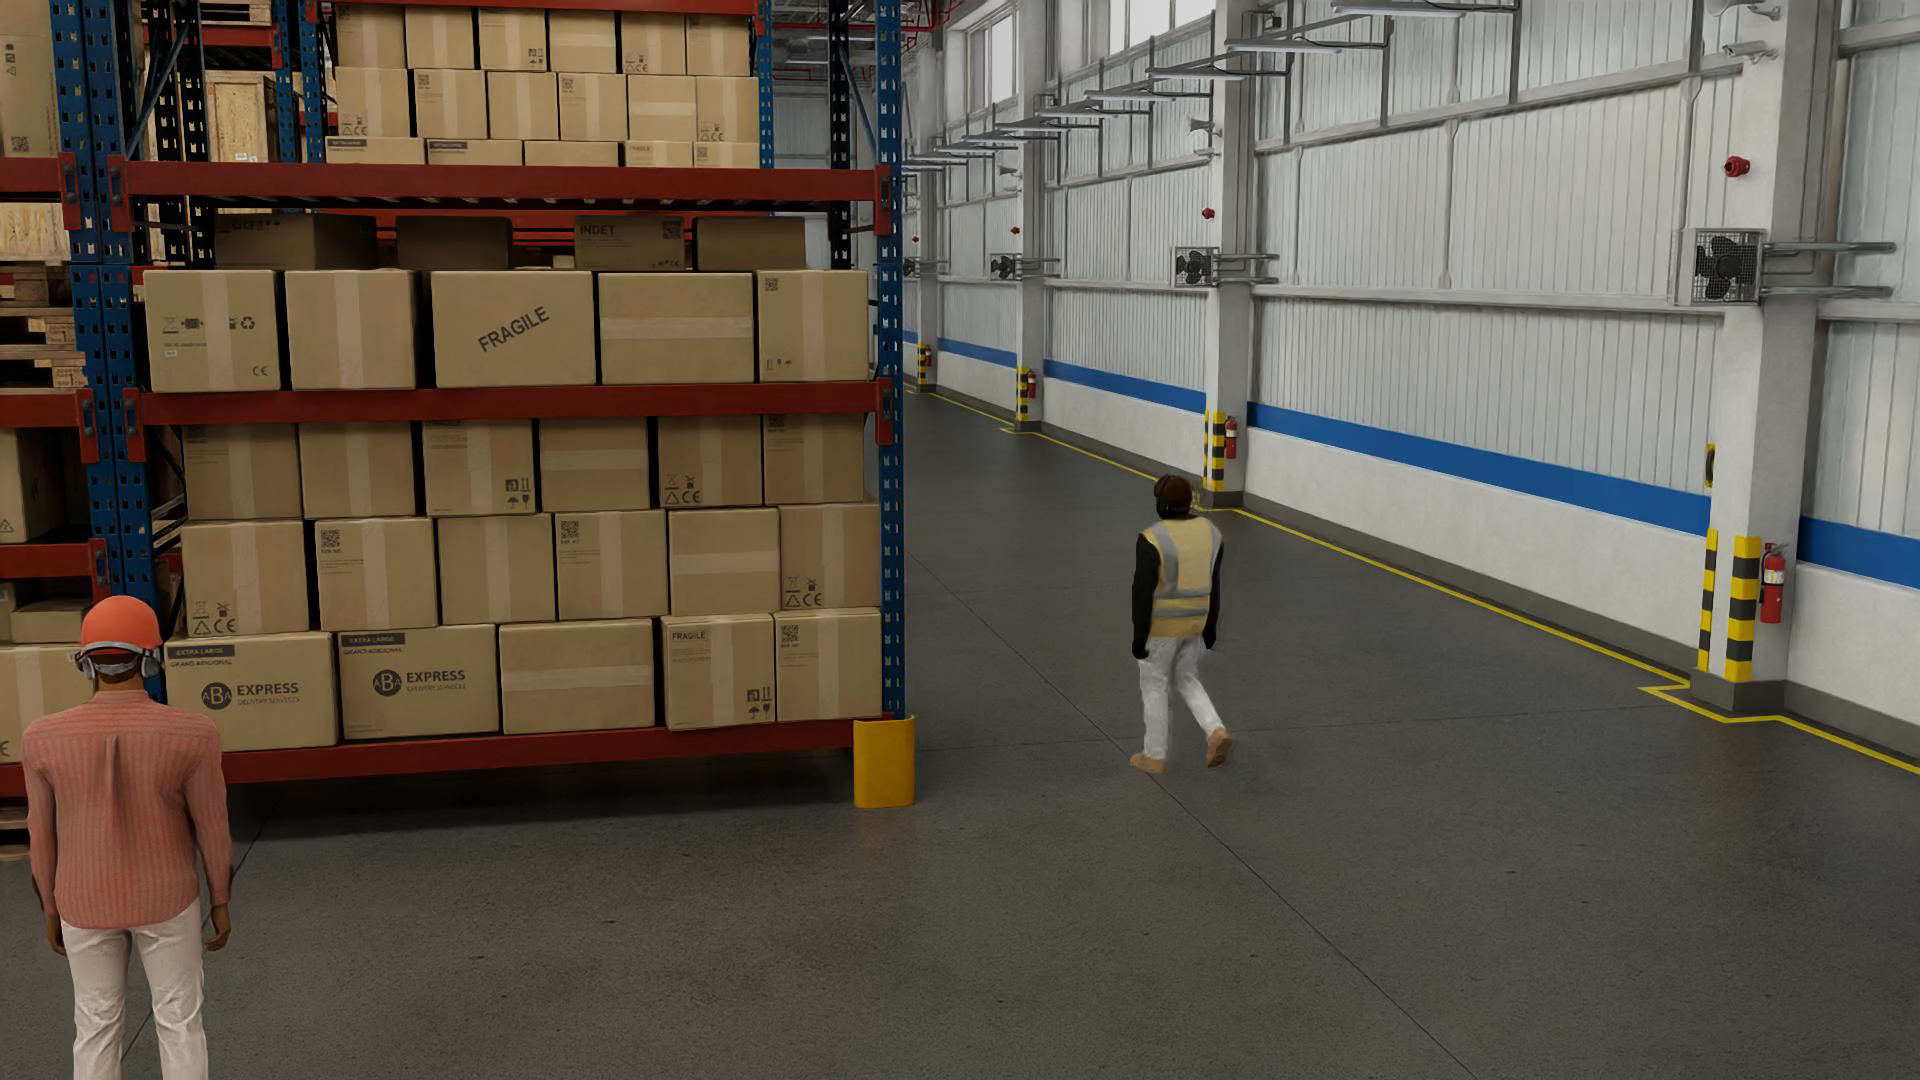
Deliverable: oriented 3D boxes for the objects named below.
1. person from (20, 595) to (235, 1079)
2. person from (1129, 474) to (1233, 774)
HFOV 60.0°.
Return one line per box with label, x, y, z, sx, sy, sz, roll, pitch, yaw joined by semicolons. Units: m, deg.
person;-2.688;1.165;5.440;0.608;1.987;0.409;-2;10;-14
person;1.292;0.519;9.858;0.631;1.829;0.581;-7;11;-35
